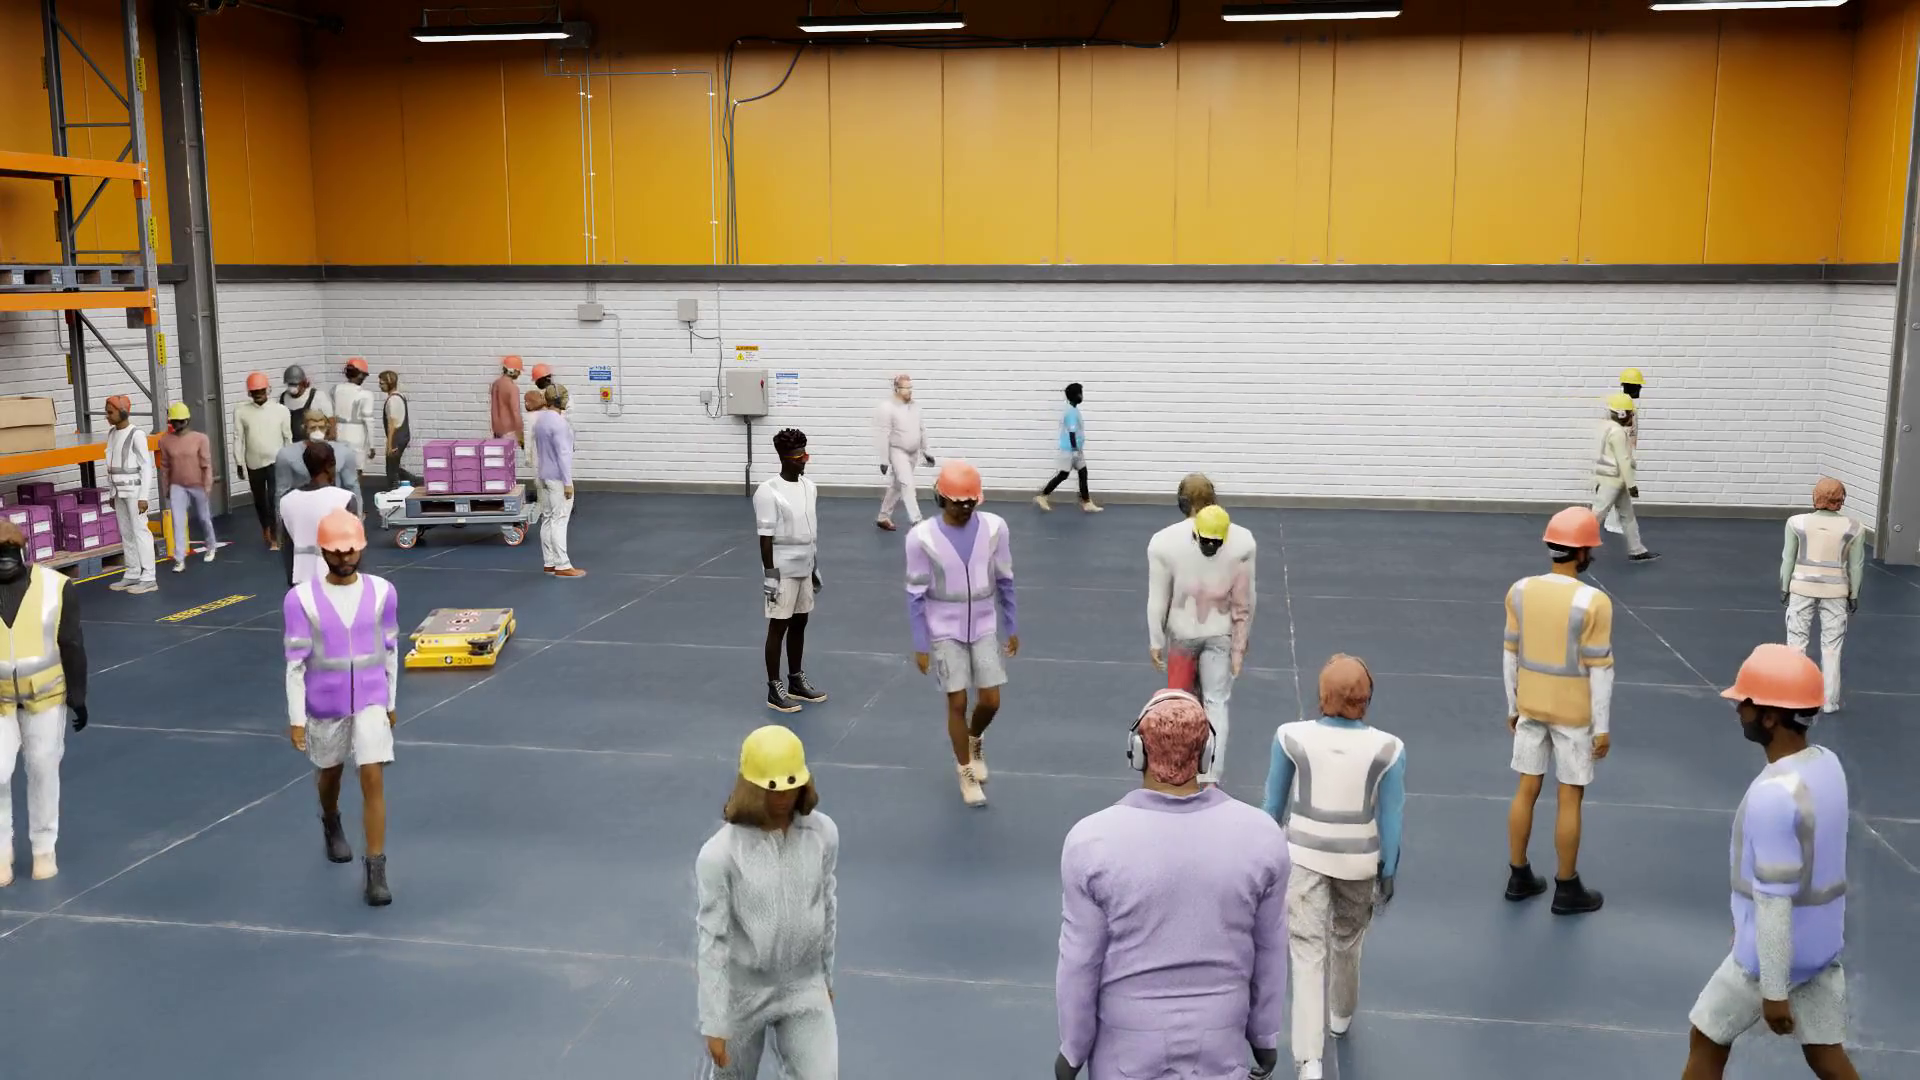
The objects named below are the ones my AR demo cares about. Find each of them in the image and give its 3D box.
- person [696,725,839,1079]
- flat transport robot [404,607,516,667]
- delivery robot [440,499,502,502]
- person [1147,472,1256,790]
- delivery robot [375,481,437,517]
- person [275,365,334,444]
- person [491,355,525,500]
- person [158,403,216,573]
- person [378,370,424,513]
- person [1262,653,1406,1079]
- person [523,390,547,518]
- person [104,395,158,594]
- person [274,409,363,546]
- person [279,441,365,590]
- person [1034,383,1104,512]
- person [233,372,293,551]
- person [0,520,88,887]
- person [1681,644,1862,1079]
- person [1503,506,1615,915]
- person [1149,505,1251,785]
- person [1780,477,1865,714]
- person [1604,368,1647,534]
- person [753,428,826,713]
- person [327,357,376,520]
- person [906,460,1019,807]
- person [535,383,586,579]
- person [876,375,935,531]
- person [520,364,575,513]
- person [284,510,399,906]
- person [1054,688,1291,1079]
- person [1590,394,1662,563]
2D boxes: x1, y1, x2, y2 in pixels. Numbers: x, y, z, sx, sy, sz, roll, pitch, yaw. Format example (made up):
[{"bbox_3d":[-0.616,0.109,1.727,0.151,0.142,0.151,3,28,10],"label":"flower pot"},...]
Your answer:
[{"bbox_3d":[-0.592,1.379,5.107,0.502,1.701,0.913,-6,11,-32],"label":"person"},{"bbox_3d":[-3.985,0.759,13.332,0.652,0.197,1.431,-1,9,-8],"label":"flat transport robot"},{"bbox_3d":[-5.871,-0.499,19.971,0.707,0.478,0.477,-7,11,-36],"label":"delivery robot"},{"bbox_3d":[1.400,0.548,9.663,0.629,1.891,0.974,1,9,9],"label":"person"},{"bbox_3d":[-6.565,-0.458,19.717,0.707,0.478,0.477,-3,9,-16],"label":"delivery robot"},{"bbox_3d":[-7.802,-1.152,19.718,0.697,2.000,1.105,2,9,10],"label":"person"},{"bbox_3d":[-5.898,-1.435,21.722,0.475,1.956,0.684,-8,12,-42],"label":"person"},{"bbox_3d":[-7.935,-0.573,17.123,0.523,1.720,0.883,-2,9,-10],"label":"person"},{"bbox_3d":[-7.044,-1.232,20.926,0.540,1.820,0.515,-1,9,-8],"label":"person"},{"bbox_3d":[1.407,1.229,6.306,0.520,1.602,0.839,2,9,10],"label":"person"},{"bbox_3d":[-5.069,-1.031,20.309,0.700,1.615,0.514,4,10,24],"label":"person"},{"bbox_3d":[-7.869,-0.434,15.742,0.585,1.882,0.337,6,11,34],"label":"person"},{"bbox_3d":[-5.274,-0.124,13.763,0.672,1.897,0.933,-6,11,-32],"label":"person"},{"bbox_3d":[-4.272,0.291,11.181,0.628,1.903,0.474,3,10,17],"label":"person"},{"bbox_3d":[1.357,-1.159,20.933,0.845,1.662,0.538,1,9,9],"label":"person"},{"bbox_3d":[-7.704,-0.897,18.425,0.618,1.960,0.967,-3,10,-17],"label":"person"},{"bbox_3d":[-4.651,0.807,8.221,0.626,1.826,0.489,-5,11,-30],"label":"person"},{"bbox_3d":[2.605,1.264,5.237,0.563,1.894,1.013,-8,12,-39],"label":"person"},{"bbox_3d":[2.859,0.802,7.916,0.372,1.935,0.551,-7,12,-37],"label":"person"},{"bbox_3d":[1.364,0.644,9.568,0.586,1.704,0.854,2,9,12],"label":"person"},{"bbox_3d":[5.929,0.383,11.471,0.509,1.629,0.315,5,10,28],"label":"person"},{"bbox_3d":[7.740,-1.037,19.356,0.381,1.924,0.593,3,10,17],"label":"person"},{"bbox_3d":[-1.173,0.197,11.575,0.367,1.966,0.607,5,10,29],"label":"person"},{"bbox_3d":[-7.364,-1.193,20.078,0.668,2.003,0.626,3,10,17],"label":"person"},{"bbox_3d":[0.017,0.525,9.431,0.671,2.000,0.587,-3,10,-16],"label":"person"},{"bbox_3d":[-3.999,-0.587,16.527,0.370,1.940,0.627,-6,11,-33],"label":"person"},{"bbox_3d":[-0.650,-0.982,19.239,0.987,1.861,0.651,7,11,35],"label":"person"},{"bbox_3d":[-5.235,-1.286,21.057,0.957,1.868,0.545,5,10,27],"label":"person"},{"bbox_3d":[-3.054,0.774,8.247,0.555,1.901,0.991,-5,11,-29],"label":"person"},{"bbox_3d":[0.572,1.351,4.605,0.652,1.906,0.402,-1,9,-9],"label":"person"},{"bbox_3d":[6.804,-0.624,17.262,0.947,1.787,0.592,3,10,17],"label":"person"}]
